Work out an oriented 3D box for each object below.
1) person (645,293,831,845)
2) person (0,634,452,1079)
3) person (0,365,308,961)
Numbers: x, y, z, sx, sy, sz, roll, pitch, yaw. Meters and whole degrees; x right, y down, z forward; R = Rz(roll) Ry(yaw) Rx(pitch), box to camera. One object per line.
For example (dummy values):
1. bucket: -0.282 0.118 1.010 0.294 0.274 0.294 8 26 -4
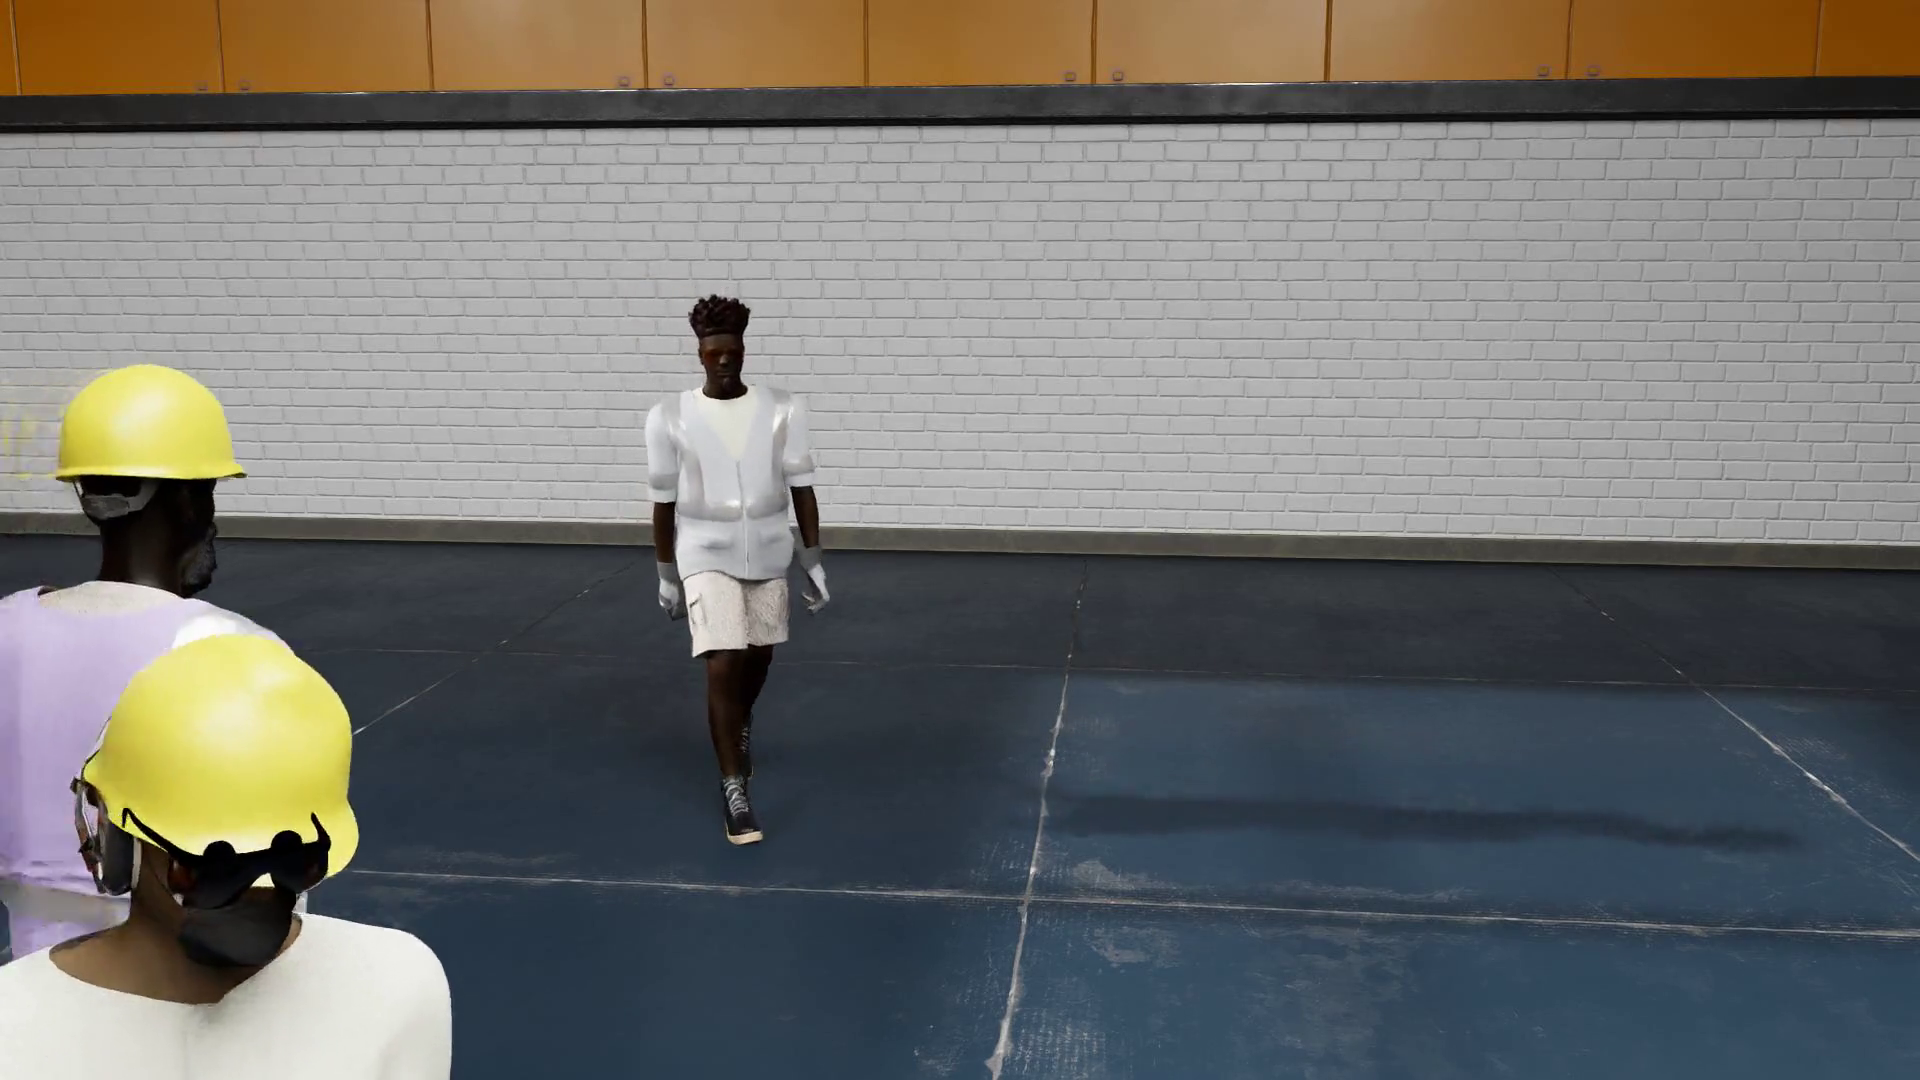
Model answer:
1. person: -0.838 0.054 6.150 0.616 1.931 0.973 -4 11 -21
2. person: -0.747 0.931 1.612 0.551 1.741 0.439 -8 12 -37
3. person: -1.196 0.678 2.621 0.589 1.899 0.725 2 10 10
